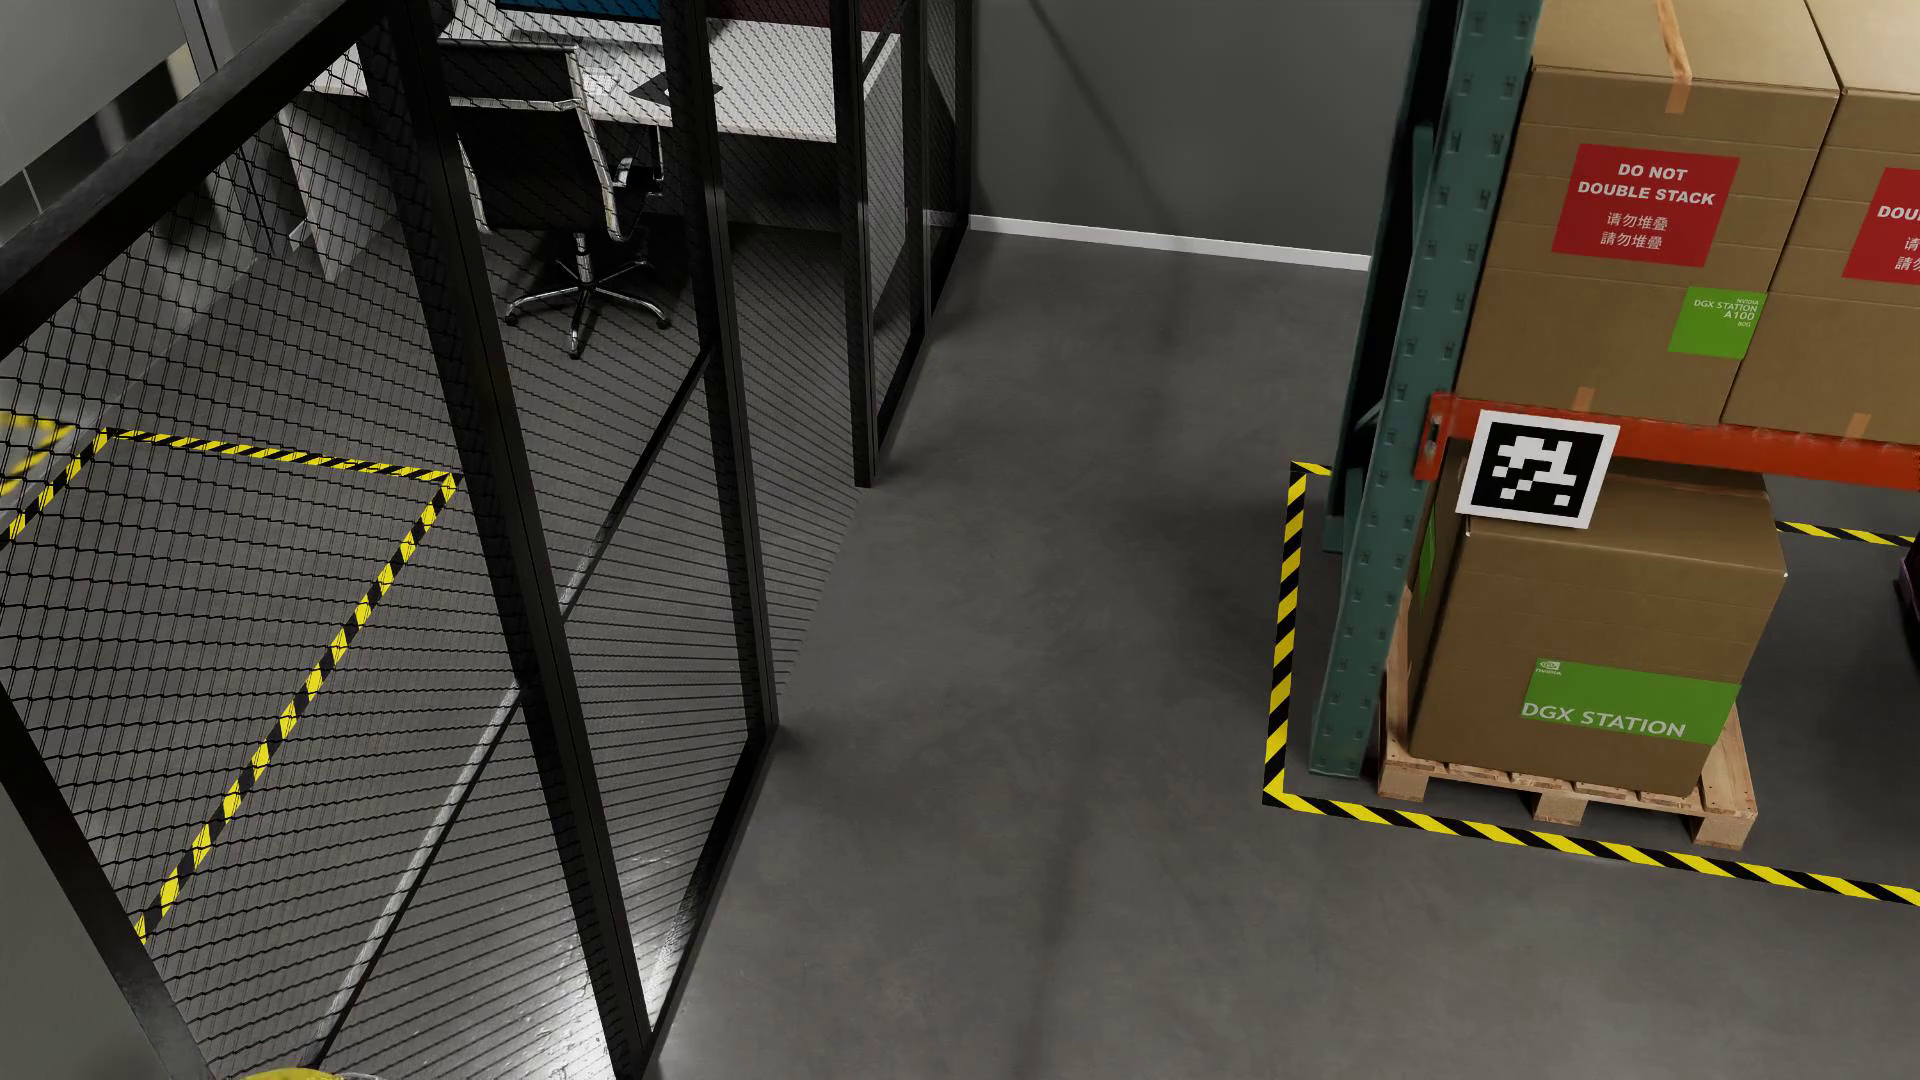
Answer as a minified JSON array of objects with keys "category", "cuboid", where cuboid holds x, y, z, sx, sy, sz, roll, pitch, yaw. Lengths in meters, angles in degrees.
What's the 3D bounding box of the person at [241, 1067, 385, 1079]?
[{"category":"person","cuboid":[-0.666,1.229,2.162,0.592,1.833,0.404,14,43,15]}]
